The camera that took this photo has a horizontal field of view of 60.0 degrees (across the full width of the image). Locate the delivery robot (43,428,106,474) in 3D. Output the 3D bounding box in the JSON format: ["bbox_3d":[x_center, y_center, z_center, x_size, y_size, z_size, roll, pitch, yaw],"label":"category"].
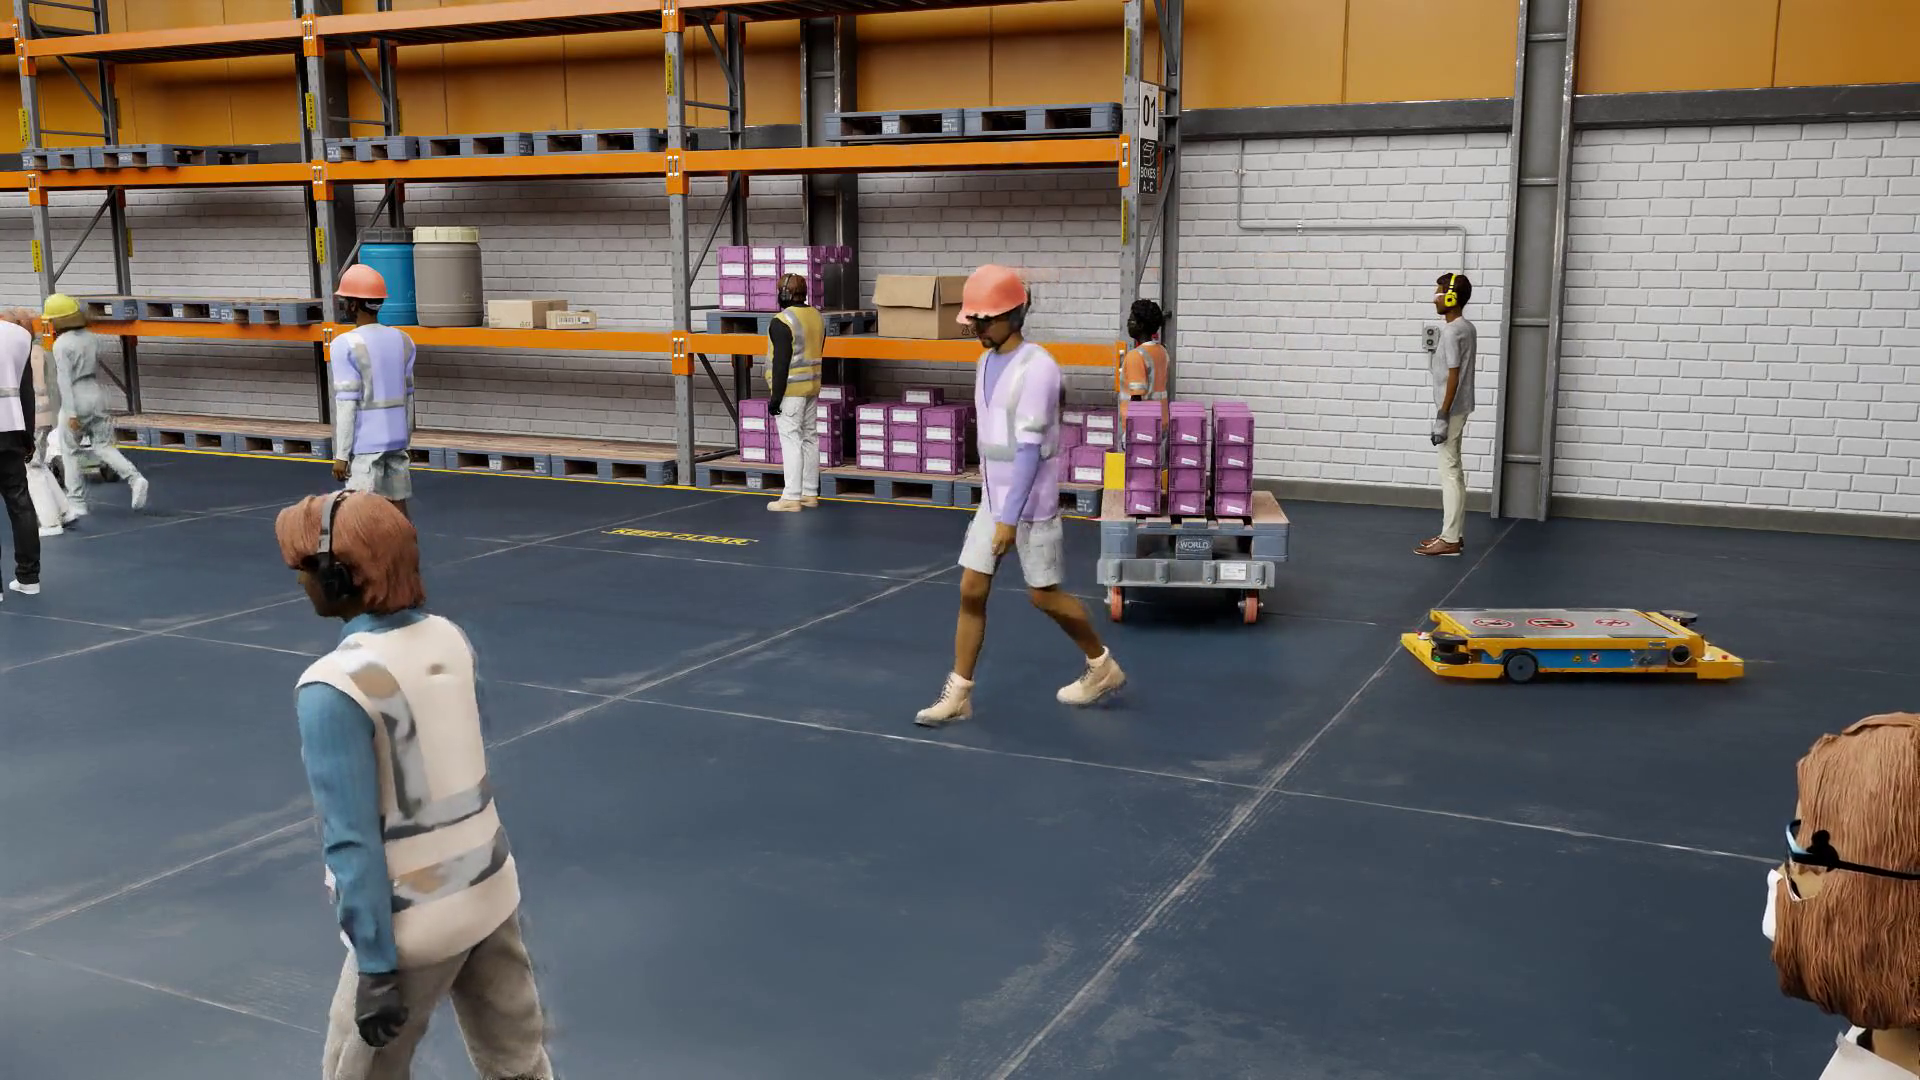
[{"bbox_3d":[-7.729,-0.812,14.444,0.707,0.478,0.477,7,12,36],"label":"delivery robot"}]

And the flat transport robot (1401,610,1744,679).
[{"bbox_3d":[2.935,0.493,8.051,1.431,0.197,0.652,0,10,0],"label":"flat transport robot"}]

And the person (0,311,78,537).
[{"bbox_3d":[-6.506,-0.803,11.677,0.352,1.605,0.613,-2,10,-9],"label":"person"}]

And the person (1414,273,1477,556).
[{"bbox_3d":[3.238,-0.827,11.044,0.328,1.870,0.515,5,11,25],"label":"person"}]

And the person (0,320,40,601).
[{"bbox_3d":[-5.605,-0.601,9.594,0.391,1.922,0.590,5,11,25],"label":"person"}]

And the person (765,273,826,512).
[{"bbox_3d":[-1.295,-1.143,12.928,0.429,1.844,0.625,5,11,25],"label":"person"}]

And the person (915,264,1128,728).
[{"bbox_3d":[0.309,-0.177,7.077,0.953,1.992,0.612,-6,11,-30],"label":"person"}]

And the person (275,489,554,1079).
[{"bbox_3d":[-1.030,0.703,3.059,0.677,1.595,0.541,2,10,13],"label":"person"}]

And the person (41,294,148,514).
[{"bbox_3d":[-6.582,-1.013,12.587,0.742,1.696,0.489,3,10,14],"label":"person"}]

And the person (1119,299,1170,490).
[{"bbox_3d":[1.216,-0.743,11.040,0.318,1.700,0.536,5,11,25],"label":"person"}]

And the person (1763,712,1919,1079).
[{"bbox_3d":[0.811,0.955,1.511,0.279,1.633,0.500,5,11,25],"label":"person"}]

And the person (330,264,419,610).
[{"bbox_3d":[-3.242,-0.538,9.178,0.353,1.942,0.545,5,11,25],"label":"person"}]
